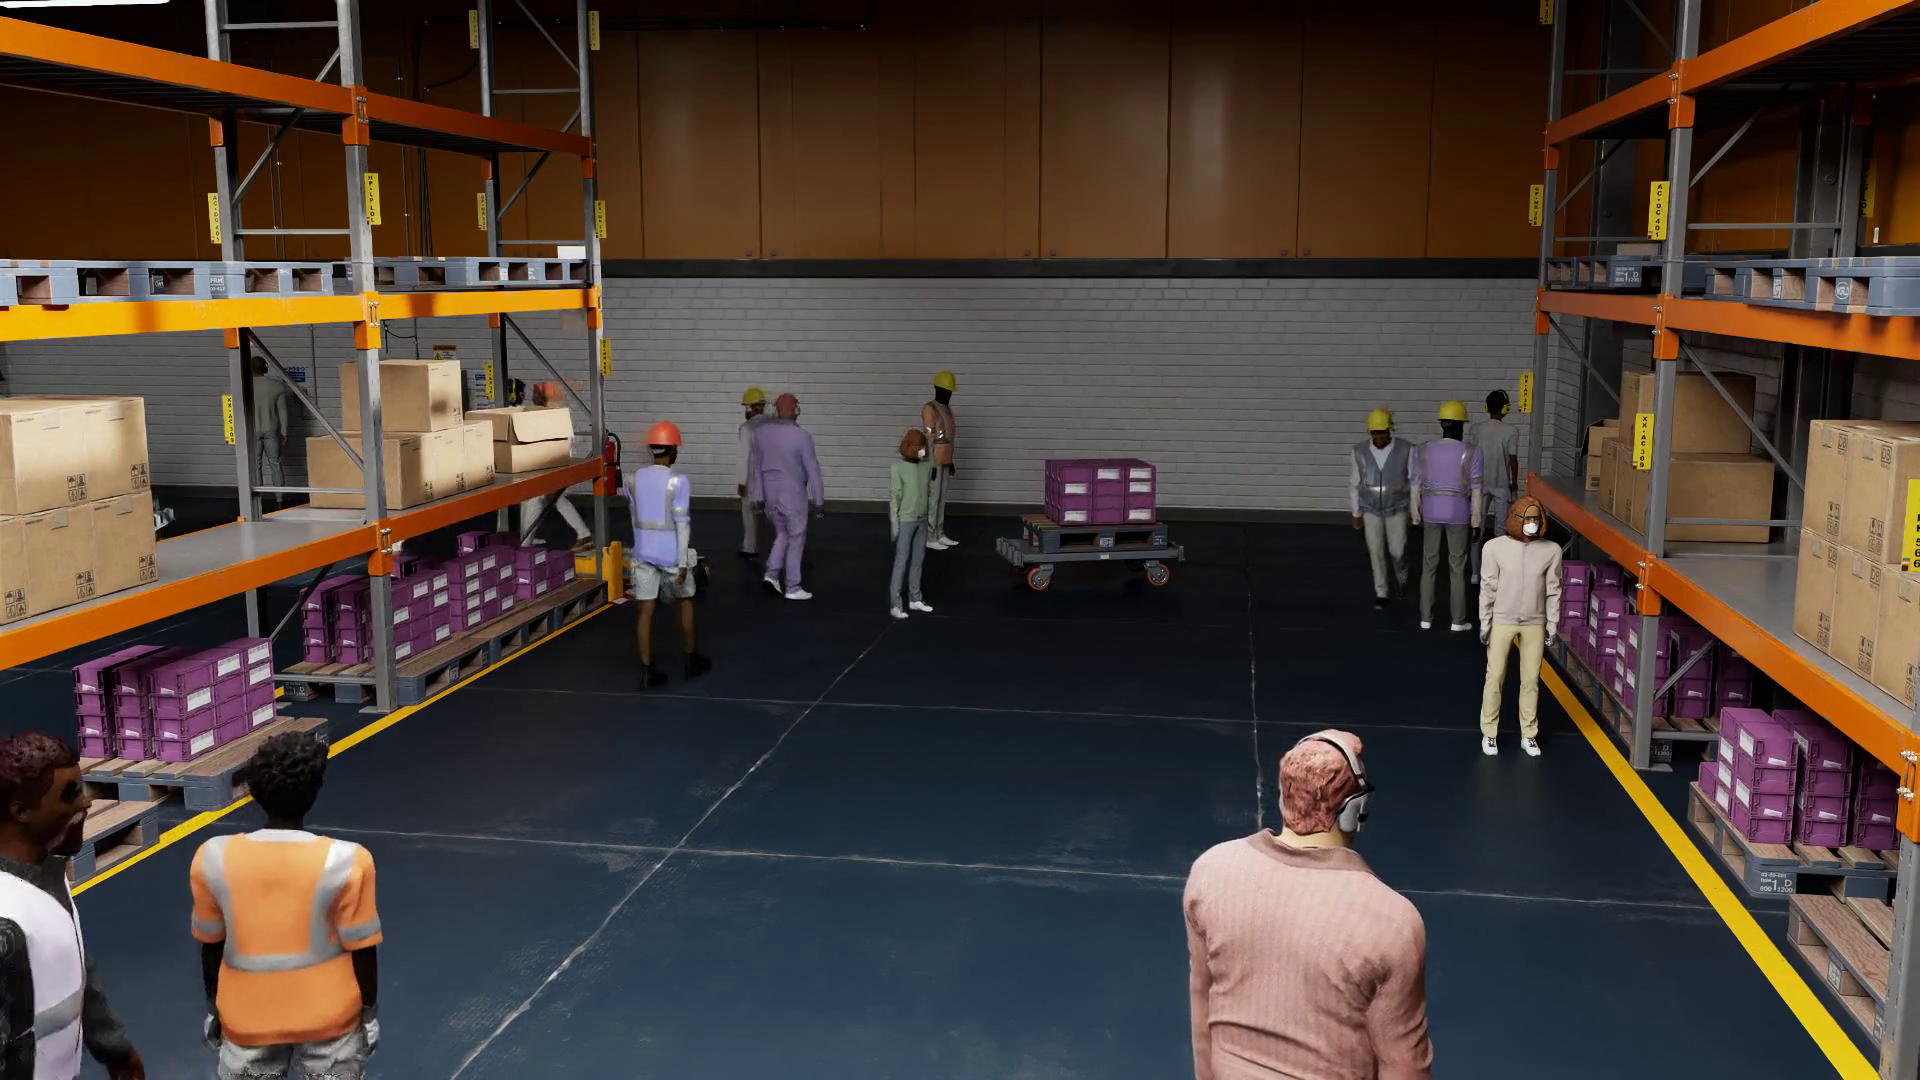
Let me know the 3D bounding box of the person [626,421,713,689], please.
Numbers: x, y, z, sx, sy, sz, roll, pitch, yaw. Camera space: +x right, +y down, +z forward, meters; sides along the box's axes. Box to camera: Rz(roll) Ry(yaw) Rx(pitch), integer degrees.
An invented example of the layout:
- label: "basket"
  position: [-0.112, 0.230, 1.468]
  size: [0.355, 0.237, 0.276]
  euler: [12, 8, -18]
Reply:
- label: "person"
  position: [-2.117, 0.087, 12.104]
  size: [0.556, 1.901, 0.850]
  euler: [3, 10, 20]

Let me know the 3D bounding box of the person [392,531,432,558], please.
- label: "person"
  position: [-5.795, -0.758, 17.368]
  size: [0.654, 1.906, 0.810]
  euler: [6, 11, 33]

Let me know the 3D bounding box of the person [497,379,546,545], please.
- label: "person"
  position: [-4.832, -0.815, 17.970]
  size: [0.618, 1.845, 0.549]
  euler: [6, 11, 32]

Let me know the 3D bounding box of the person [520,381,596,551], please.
- label: "person"
  position: [-4.322, -0.759, 17.537]
  size: [0.946, 1.845, 0.585]
  euler: [-2, 9, -11]

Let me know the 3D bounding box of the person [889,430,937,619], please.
- label: "person"
  position: [-0.437, -0.141, 14.451]
  size: [0.332, 1.621, 0.574]
  euler: [8, 12, 40]

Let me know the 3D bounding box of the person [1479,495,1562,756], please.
- label: "person"
  position: [3.447, 0.529, 10.264]
  size: [0.496, 1.629, 0.277]
  euler: [1, 9, 3]

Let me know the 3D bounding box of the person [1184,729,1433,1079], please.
- label: "person"
  position: [0.853, 1.398, 4.075]
  size: [0.646, 1.901, 0.397]
  euler: [8, 12, 40]

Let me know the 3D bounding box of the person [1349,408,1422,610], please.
- label: "person"
  position: [3.749, -0.277, 14.698]
  size: [0.626, 1.800, 0.534]
  euler: [4, 10, 23]

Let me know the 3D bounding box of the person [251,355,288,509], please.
- label: "person"
  position: [-8.734, -1.338, 20.812]
  size: [0.635, 1.937, 0.355]
  euler: [-5, 11, -30]

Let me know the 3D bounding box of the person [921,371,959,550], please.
- label: "person"
  position: [-0.202, -0.860, 17.936]
  size: [0.381, 1.917, 0.585]
  euler: [3, 10, 21]

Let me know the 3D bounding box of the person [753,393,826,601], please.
- label: "person"
  position: [-1.548, -0.384, 15.053]
  size: [0.667, 1.889, 0.411]
  euler: [7, 12, 38]

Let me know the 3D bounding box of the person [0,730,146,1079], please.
- label: "person"
  position: [-2.243, 1.388, 4.214]
  size: [1.008, 1.865, 0.617]
  euler: [-4, 10, -25]

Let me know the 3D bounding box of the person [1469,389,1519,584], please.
- label: "person"
  position: [5.065, -0.495, 15.824]
  size: [0.521, 1.873, 0.336]
  euler: [8, 12, 40]

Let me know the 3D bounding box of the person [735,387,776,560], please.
- label: "person"
  position: [-1.995, -0.670, 17.114]
  size: [0.661, 1.804, 0.624]
  euler: [6, 11, 32]

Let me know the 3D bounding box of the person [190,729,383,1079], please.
- label: "person"
  position: [-1.933, 1.388, 4.783]
  size: [0.545, 1.679, 0.553]
  euler: [-1, 9, -6]

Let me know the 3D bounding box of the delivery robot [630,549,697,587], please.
- label: "delivery robot"
  position: [-2.698, 0.224, 15.145]
  size: [0.477, 0.478, 0.707]
  euler: [4, 10, 21]

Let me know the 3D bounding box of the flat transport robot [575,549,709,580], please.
- label: "flat transport robot"
  position: [-3.219, 0.240, 16.208]
  size: [1.431, 0.197, 0.652]
  euler: [5, 10, 28]

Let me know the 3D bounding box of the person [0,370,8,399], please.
- label: "person"
  position: [-10.413, -0.926, 17.962]
  size: [0.674, 2.000, 0.535]
  euler: [1, 9, 6]

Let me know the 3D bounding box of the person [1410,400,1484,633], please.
- label: "person"
  position: [4.033, -0.192, 13.794]
  size: [0.590, 1.923, 0.383]
  euler: [5, 11, 29]
